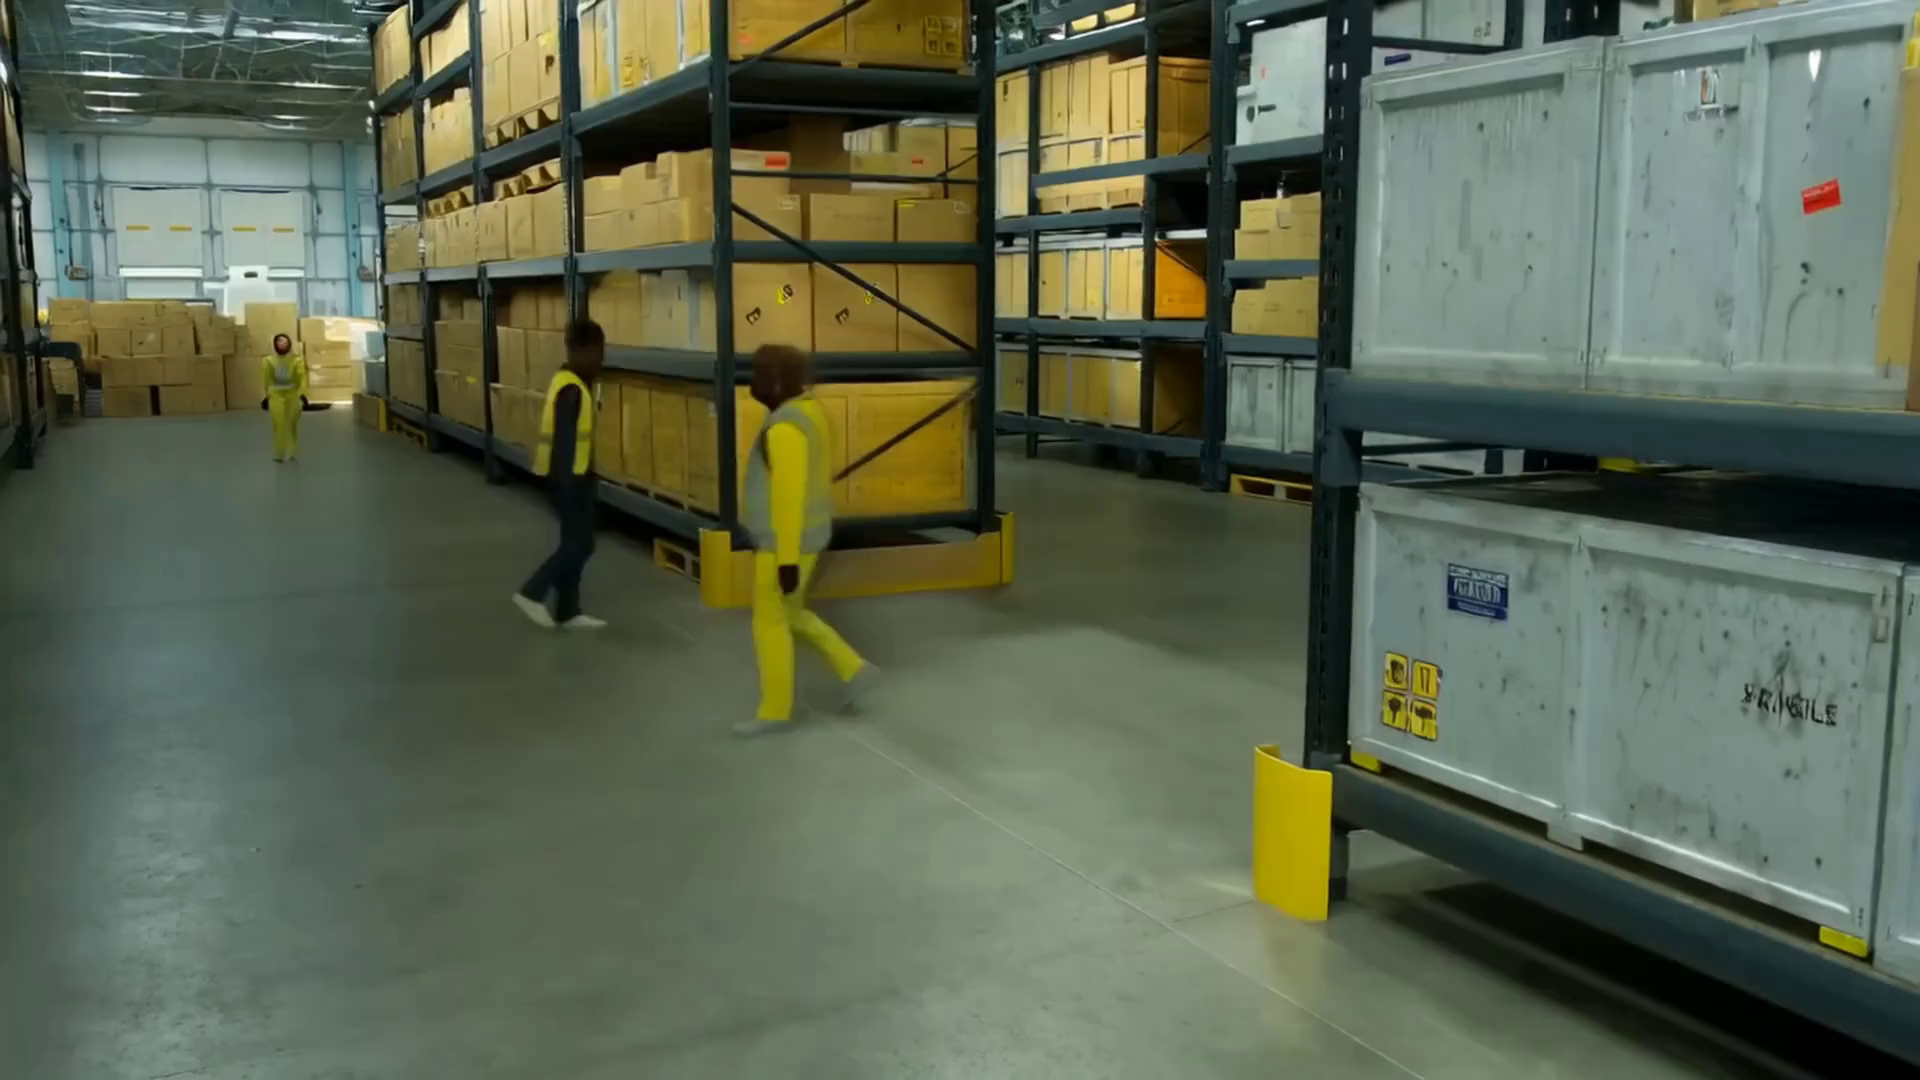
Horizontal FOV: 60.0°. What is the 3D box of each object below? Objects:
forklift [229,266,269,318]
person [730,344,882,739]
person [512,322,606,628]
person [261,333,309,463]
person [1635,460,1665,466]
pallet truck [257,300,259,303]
[{"bbox_3d":[-17.661,-5.425,41.501,1.129,2.768,1.873,2,9,14],"label":"forklift"},{"bbox_3d":[-0.729,0.013,7.620,0.594,1.824,0.638,1,8,4],"label":"person"},{"bbox_3d":[-2.384,-0.372,10.081,0.497,1.892,0.598,-2,8,-12],"label":"person"},{"bbox_3d":[-8.316,-1.743,20.490,0.558,1.597,0.835,-3,9,-19],"label":"person"},{"bbox_3d":[5.243,-0.588,12.422,0.277,1.631,0.507,-4,9,-24],"label":"person"},{"bbox_3d":[-23.913,-7.404,58.171,1.885,1.965,0.823,-1,8,-9],"label":"pallet truck"}]
